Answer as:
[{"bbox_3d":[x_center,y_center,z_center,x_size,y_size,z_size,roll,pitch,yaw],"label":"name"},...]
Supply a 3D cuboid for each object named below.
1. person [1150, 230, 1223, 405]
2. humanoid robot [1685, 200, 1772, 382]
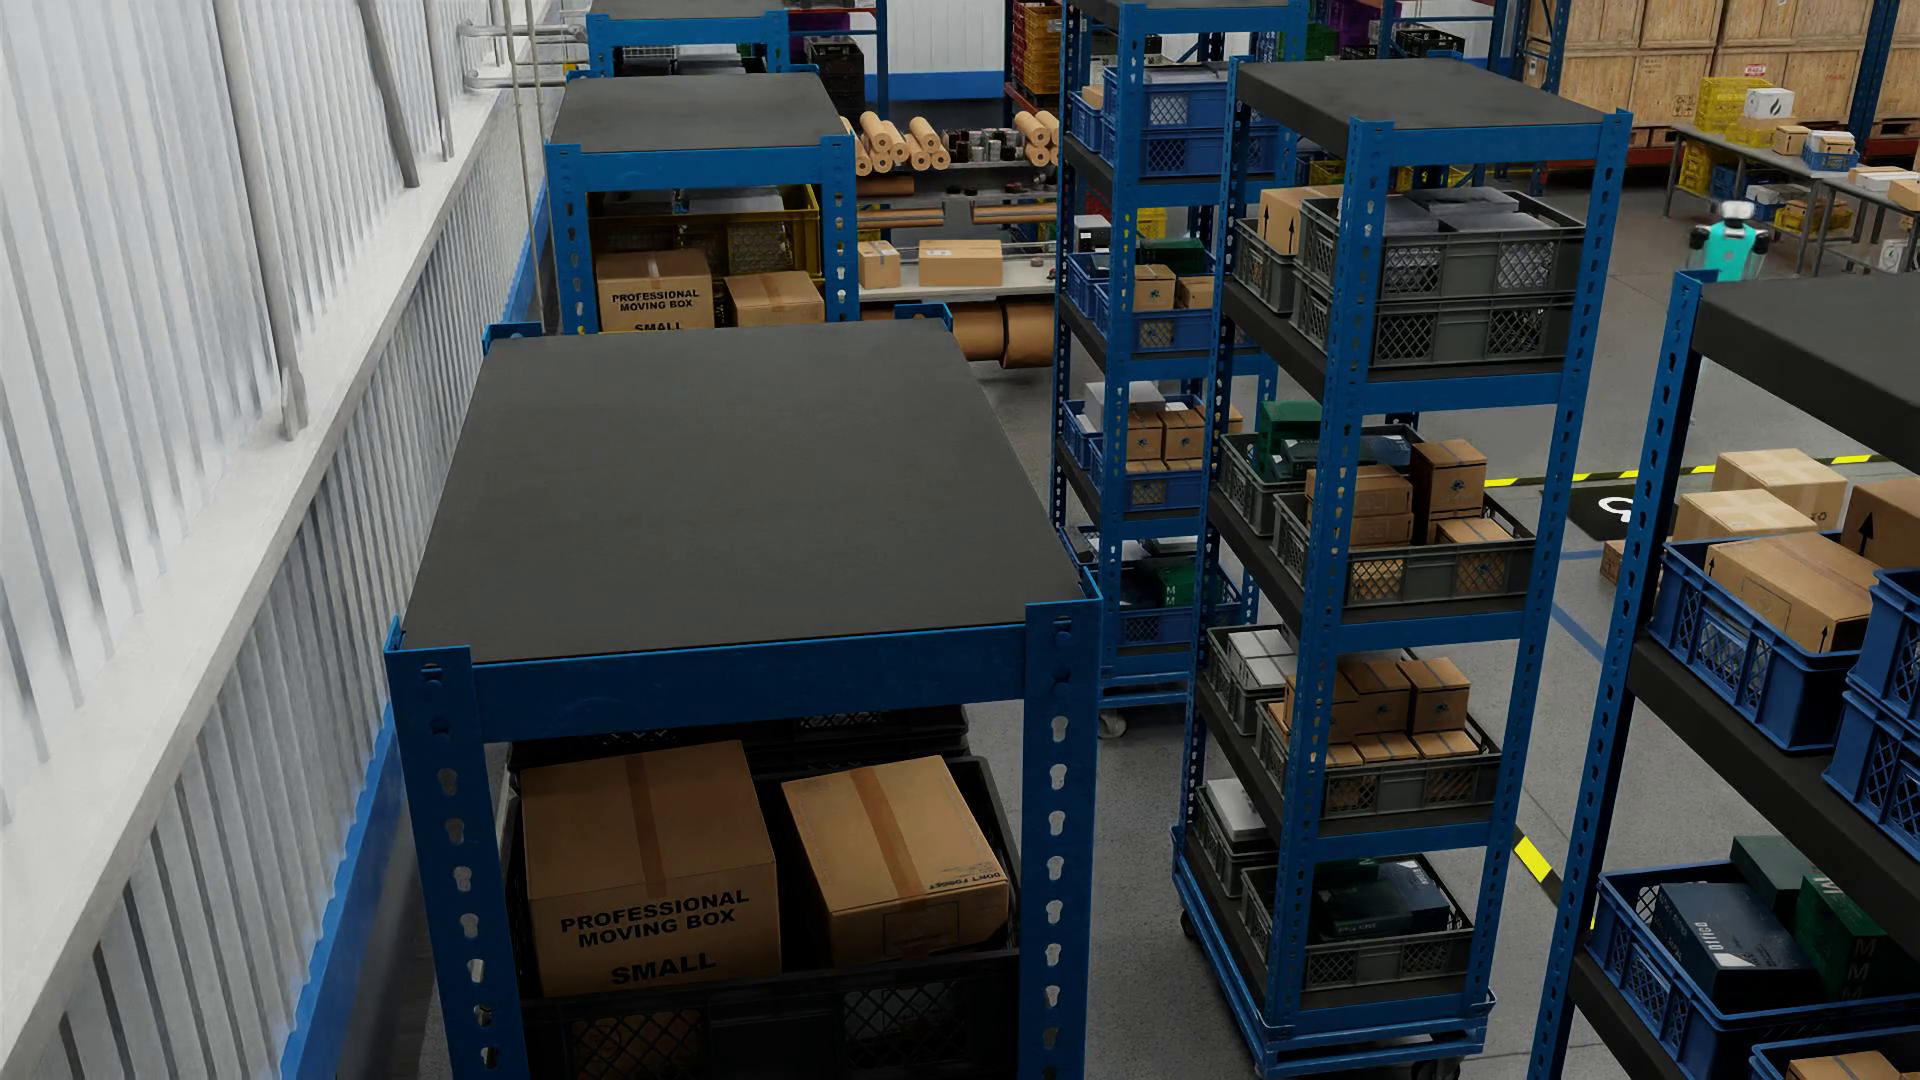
[{"bbox_3d":[1.472,-1.100,10.801,0.587,1.848,0.395,-1,25,-3],"label":"person"},{"bbox_3d":[5.444,-1.640,12.159,0.555,1.819,0.789,5,25,11],"label":"humanoid robot"}]
